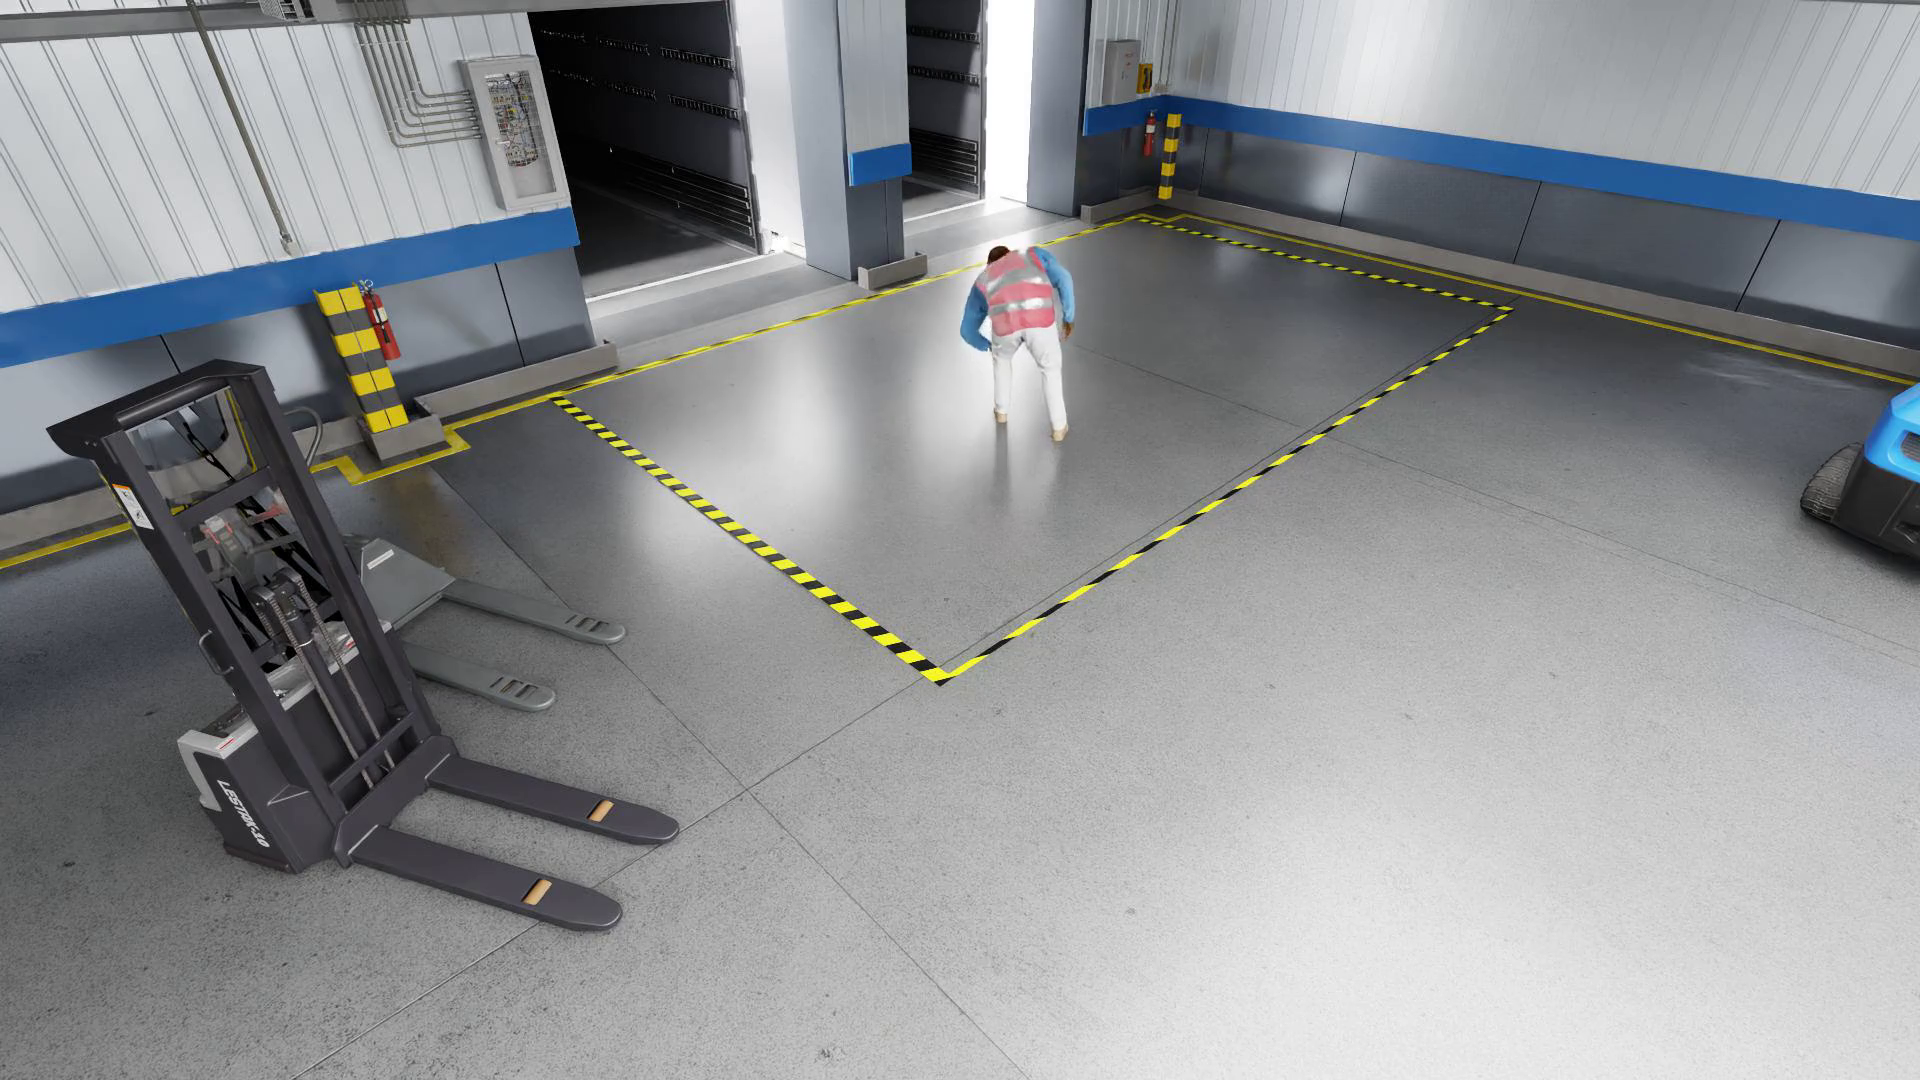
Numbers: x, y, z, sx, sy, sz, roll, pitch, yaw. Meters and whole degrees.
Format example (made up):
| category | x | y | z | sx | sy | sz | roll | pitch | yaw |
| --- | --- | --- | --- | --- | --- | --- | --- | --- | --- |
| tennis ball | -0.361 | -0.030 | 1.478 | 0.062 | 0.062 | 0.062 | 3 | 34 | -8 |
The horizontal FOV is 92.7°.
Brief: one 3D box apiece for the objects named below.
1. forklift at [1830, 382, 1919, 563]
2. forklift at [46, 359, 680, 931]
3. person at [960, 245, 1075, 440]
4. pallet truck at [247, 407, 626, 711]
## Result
| category | x | y | z | sx | sy | sz | roll | pitch | yaw |
| --- | --- | --- | --- | --- | --- | --- | --- | --- | --- |
| forklift | 6.611 | -0.966 | 5.078 | 2.680 | 2.036 | 1.157 | -12 | 36 | -18 |
| forklift | -2.135 | 0.422 | 3.354 | 1.885 | 1.965 | 0.823 | 10 | 35 | 14 |
| person | 0.451 | -1.517 | 6.852 | 0.871 | 1.306 | 0.888 | 8 | 35 | 12 |
| pallet truck | -2.628 | 0.038 | 4.590 | 1.601 | 1.201 | 0.680 | 12 | 36 | 18 |
